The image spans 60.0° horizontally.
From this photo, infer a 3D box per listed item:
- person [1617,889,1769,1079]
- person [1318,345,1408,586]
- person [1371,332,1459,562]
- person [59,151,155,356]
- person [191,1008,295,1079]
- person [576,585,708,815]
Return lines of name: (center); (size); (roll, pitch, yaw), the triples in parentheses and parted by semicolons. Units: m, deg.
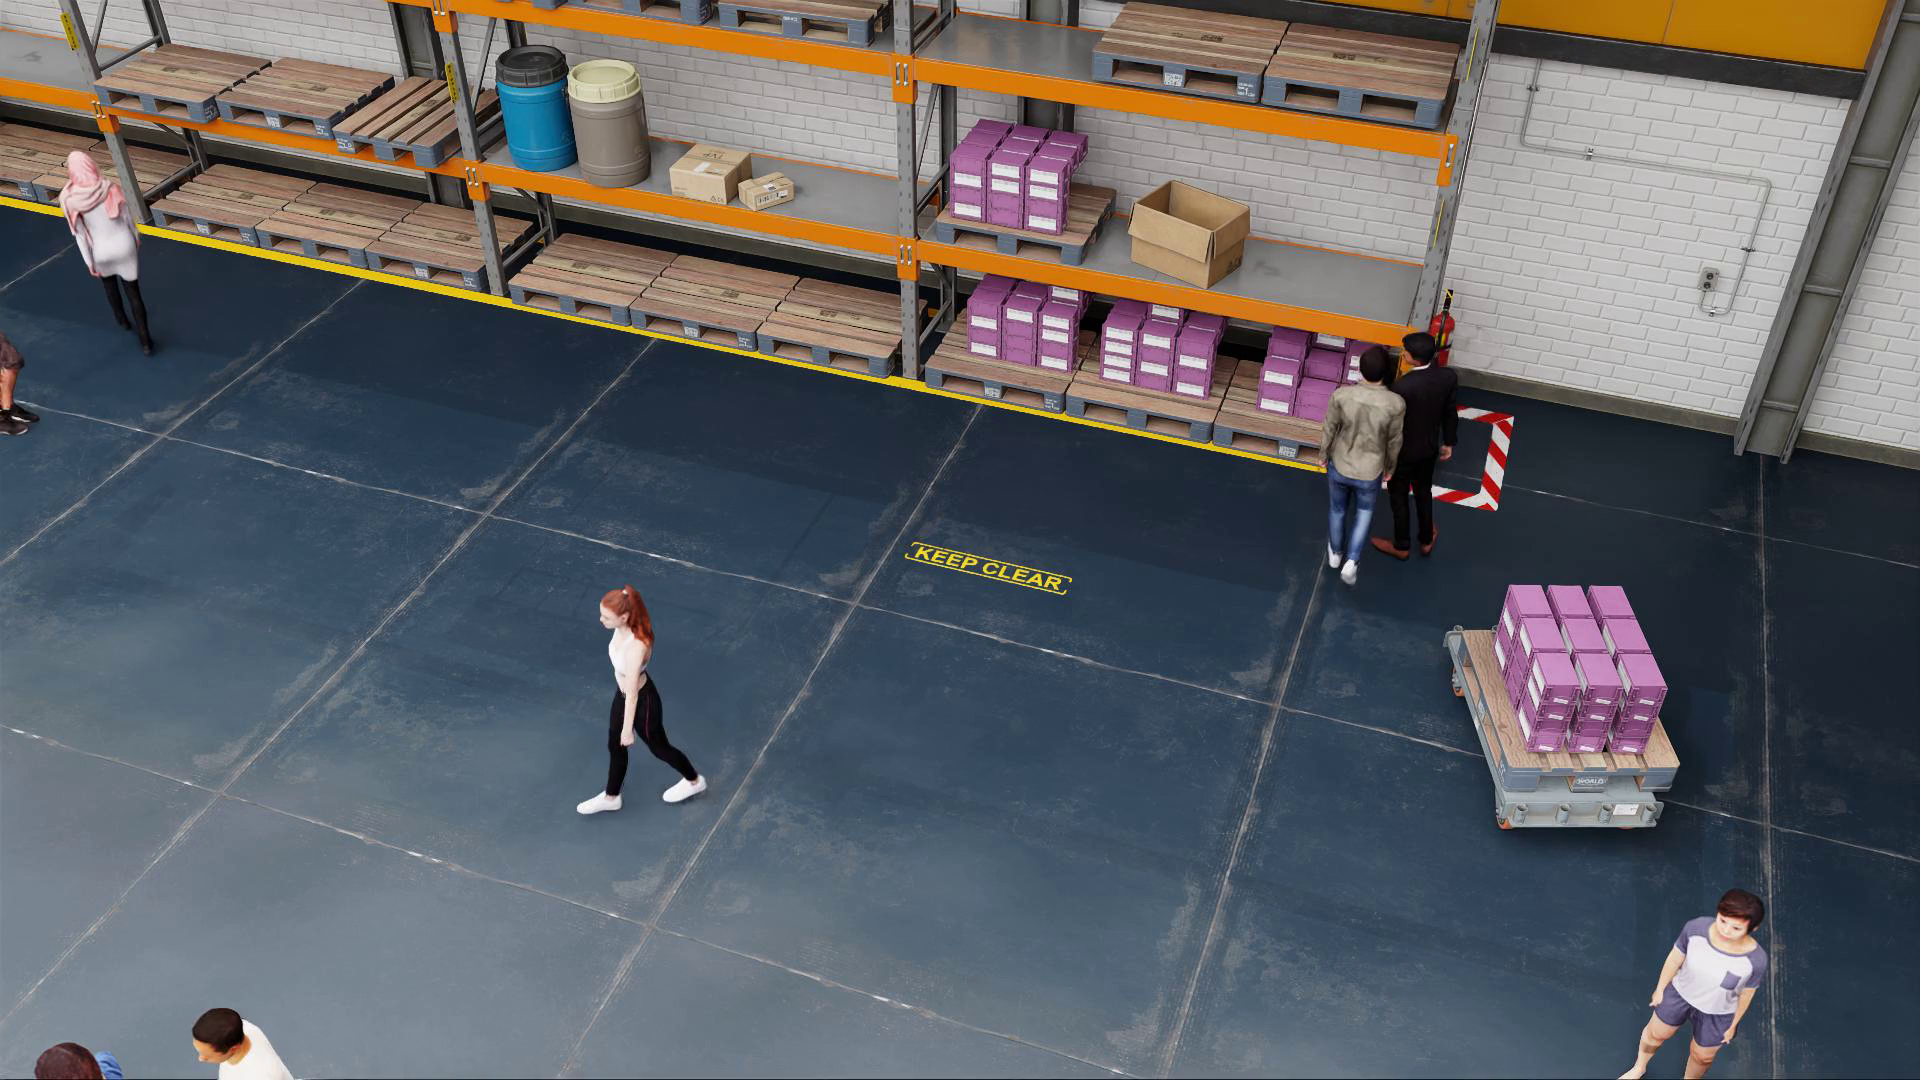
person: (3.641, 2.257, 8.170); (0.551, 1.566, 0.687); (26, 45, 28)
person: (2.700, -0.466, 11.348); (0.869, 1.854, 0.807); (9, 39, 11)
person: (3.186, -0.634, 11.560); (0.856, 1.853, 0.945); (-6, 39, -8)
person: (-6.985, -2.345, 13.760); (0.988, 1.781, 1.073); (-19, 43, -23)
person: (-3.004, 2.630, 7.531); (0.970, 1.780, 0.972); (-25, 45, -28)
person: (-1.794, 0.947, 9.691); (1.094, 1.714, 0.995); (-13, 40, -15)
